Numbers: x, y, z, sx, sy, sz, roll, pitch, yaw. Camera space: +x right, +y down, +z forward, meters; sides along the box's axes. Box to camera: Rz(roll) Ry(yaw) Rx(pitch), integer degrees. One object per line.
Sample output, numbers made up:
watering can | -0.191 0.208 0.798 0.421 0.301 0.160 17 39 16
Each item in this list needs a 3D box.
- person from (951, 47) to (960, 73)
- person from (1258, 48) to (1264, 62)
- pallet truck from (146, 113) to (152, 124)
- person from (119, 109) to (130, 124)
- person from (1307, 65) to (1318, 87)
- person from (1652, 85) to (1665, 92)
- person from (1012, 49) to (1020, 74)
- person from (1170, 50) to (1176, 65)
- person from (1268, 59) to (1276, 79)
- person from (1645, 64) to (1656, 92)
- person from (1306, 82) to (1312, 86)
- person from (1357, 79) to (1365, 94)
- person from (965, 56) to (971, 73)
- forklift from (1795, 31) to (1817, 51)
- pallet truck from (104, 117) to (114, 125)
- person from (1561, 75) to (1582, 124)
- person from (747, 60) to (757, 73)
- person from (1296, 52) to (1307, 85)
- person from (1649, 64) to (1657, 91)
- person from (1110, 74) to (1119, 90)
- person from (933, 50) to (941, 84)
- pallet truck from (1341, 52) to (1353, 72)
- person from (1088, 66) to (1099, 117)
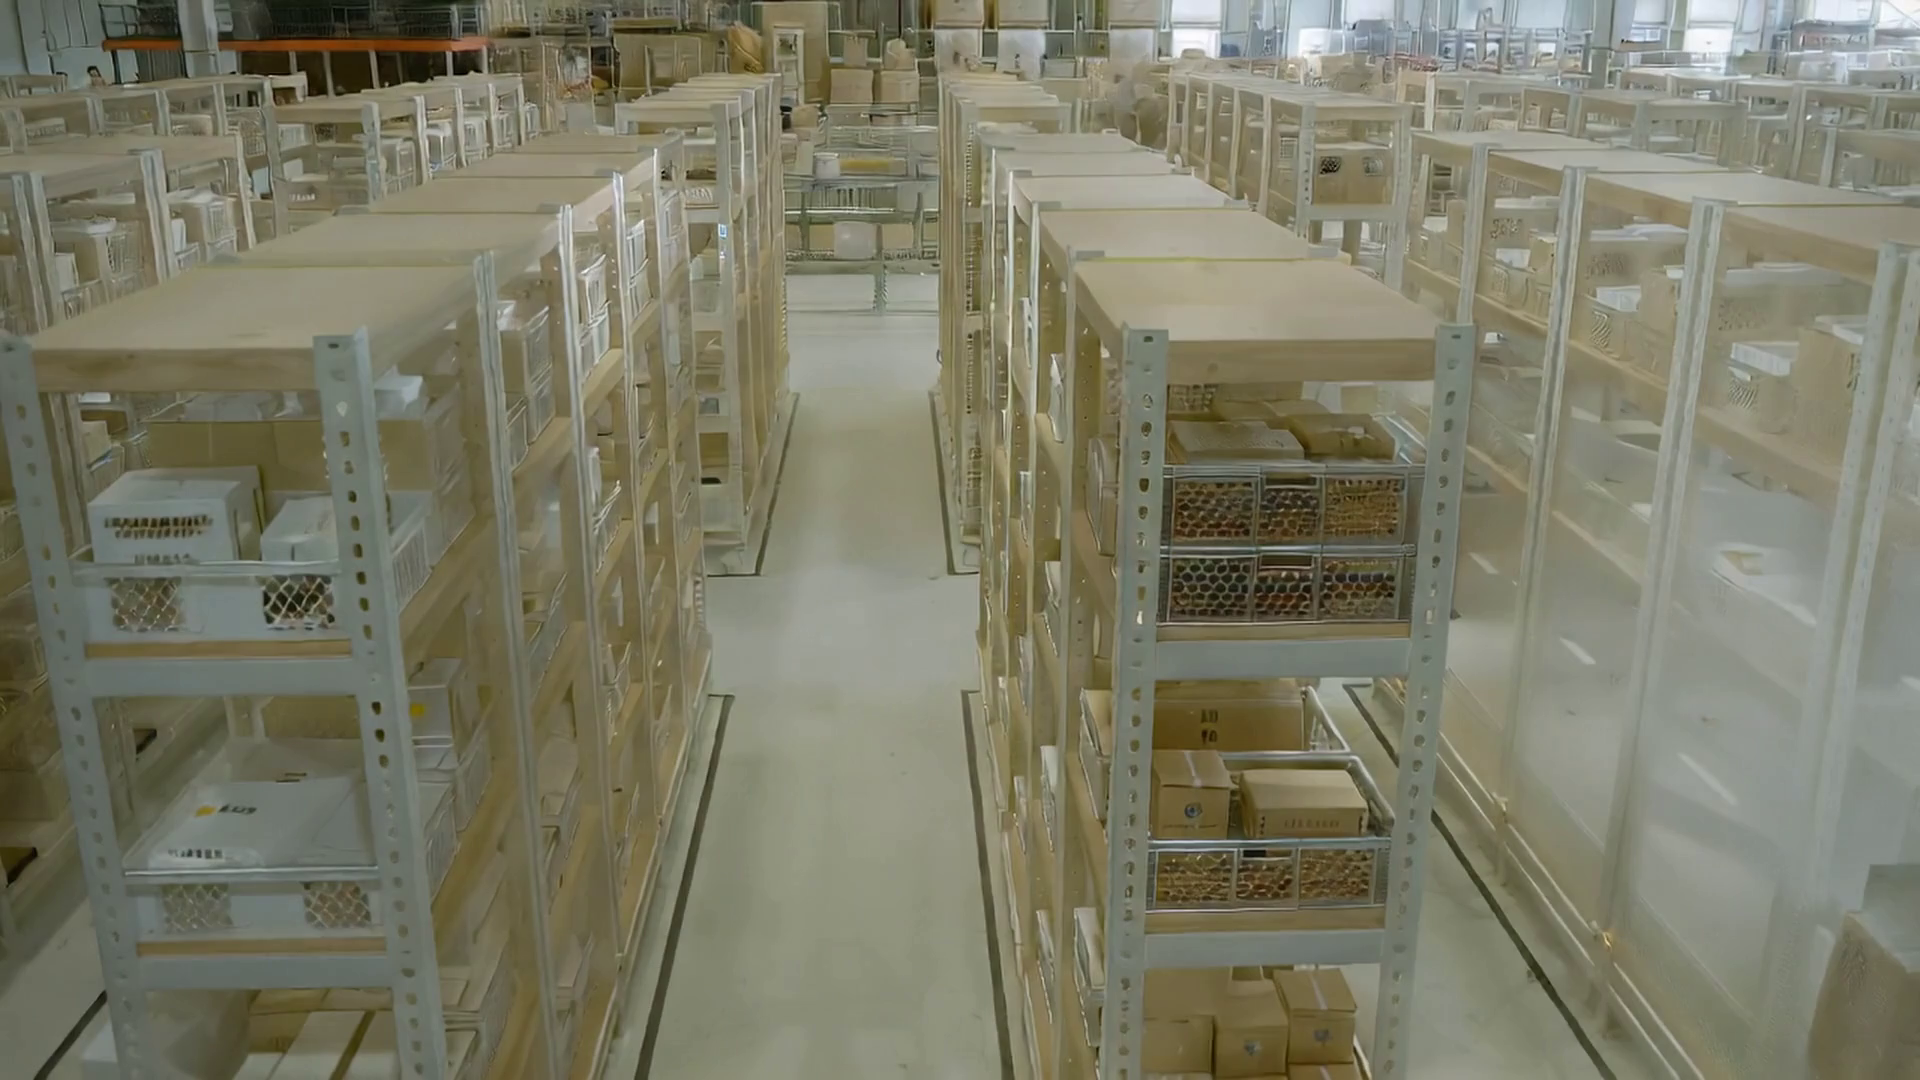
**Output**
person | -0.221 -26.844 93.849 1.089 1.936 0.629 2 18 6
person | 16.319 -25.720 90.363 0.379 1.938 0.547 0 18 1
pallet truck | -18.087 -8.309 36.390 1.885 1.965 0.823 -1 18 -4
person | -20.289 -9.688 40.844 0.838 1.882 0.639 11 21 30
person | 14.688 -18.863 69.296 0.845 1.845 0.516 -14 22 -36
person | 26.776 -17.065 63.614 0.597 1.915 0.371 7 19 20
person | 3.082 -25.503 89.768 0.997 1.903 0.629 12 21 33
person | 11.412 -25.118 88.543 0.600 1.910 0.590 17 25 42
person | 15.092 -22.395 80.476 0.321 1.690 0.533 17 24 41
person | 30.785 -20.424 74.081 0.574 1.876 0.355 -7 19 -21
person | 11.919 -14.857 57.143 0.320 1.692 0.534 7 19 20
person | 14.037 -15.294 58.458 0.914 1.720 0.530 12 21 32
person | 0.380 -23.632 84.219 0.321 1.745 0.498 -10 20 -28
forklift | 45.898 -26.250 90.495 1.129 2.768 1.873 -1 18 -2
pallet truck | -18.367 -7.885 35.078 1.885 1.965 0.823 1 18 2
person | 20.159 -14.311 54.894 0.689 2.000 0.539 10 20 28
person | -9.504 -20.892 75.593 0.579 1.826 0.985 -4 18 -12
person | 17.076 -23.380 83.123 0.355 1.936 0.637 -17 24 -42
person | 31.295 -20.708 74.959 0.594 1.876 0.984 -15 23 -38
person | 5.321 -15.216 57.835 0.505 1.944 0.616 0 18 -1
person | -1.272 -26.032 91.504 0.429 1.832 0.639 -2 18 -7
pallet truck | 18.794 -23.123 82.231 0.823 1.965 1.885 -13 22 -35
person | 5.247 -17.545 65.084 0.384 1.927 0.544 -13 22 -34
